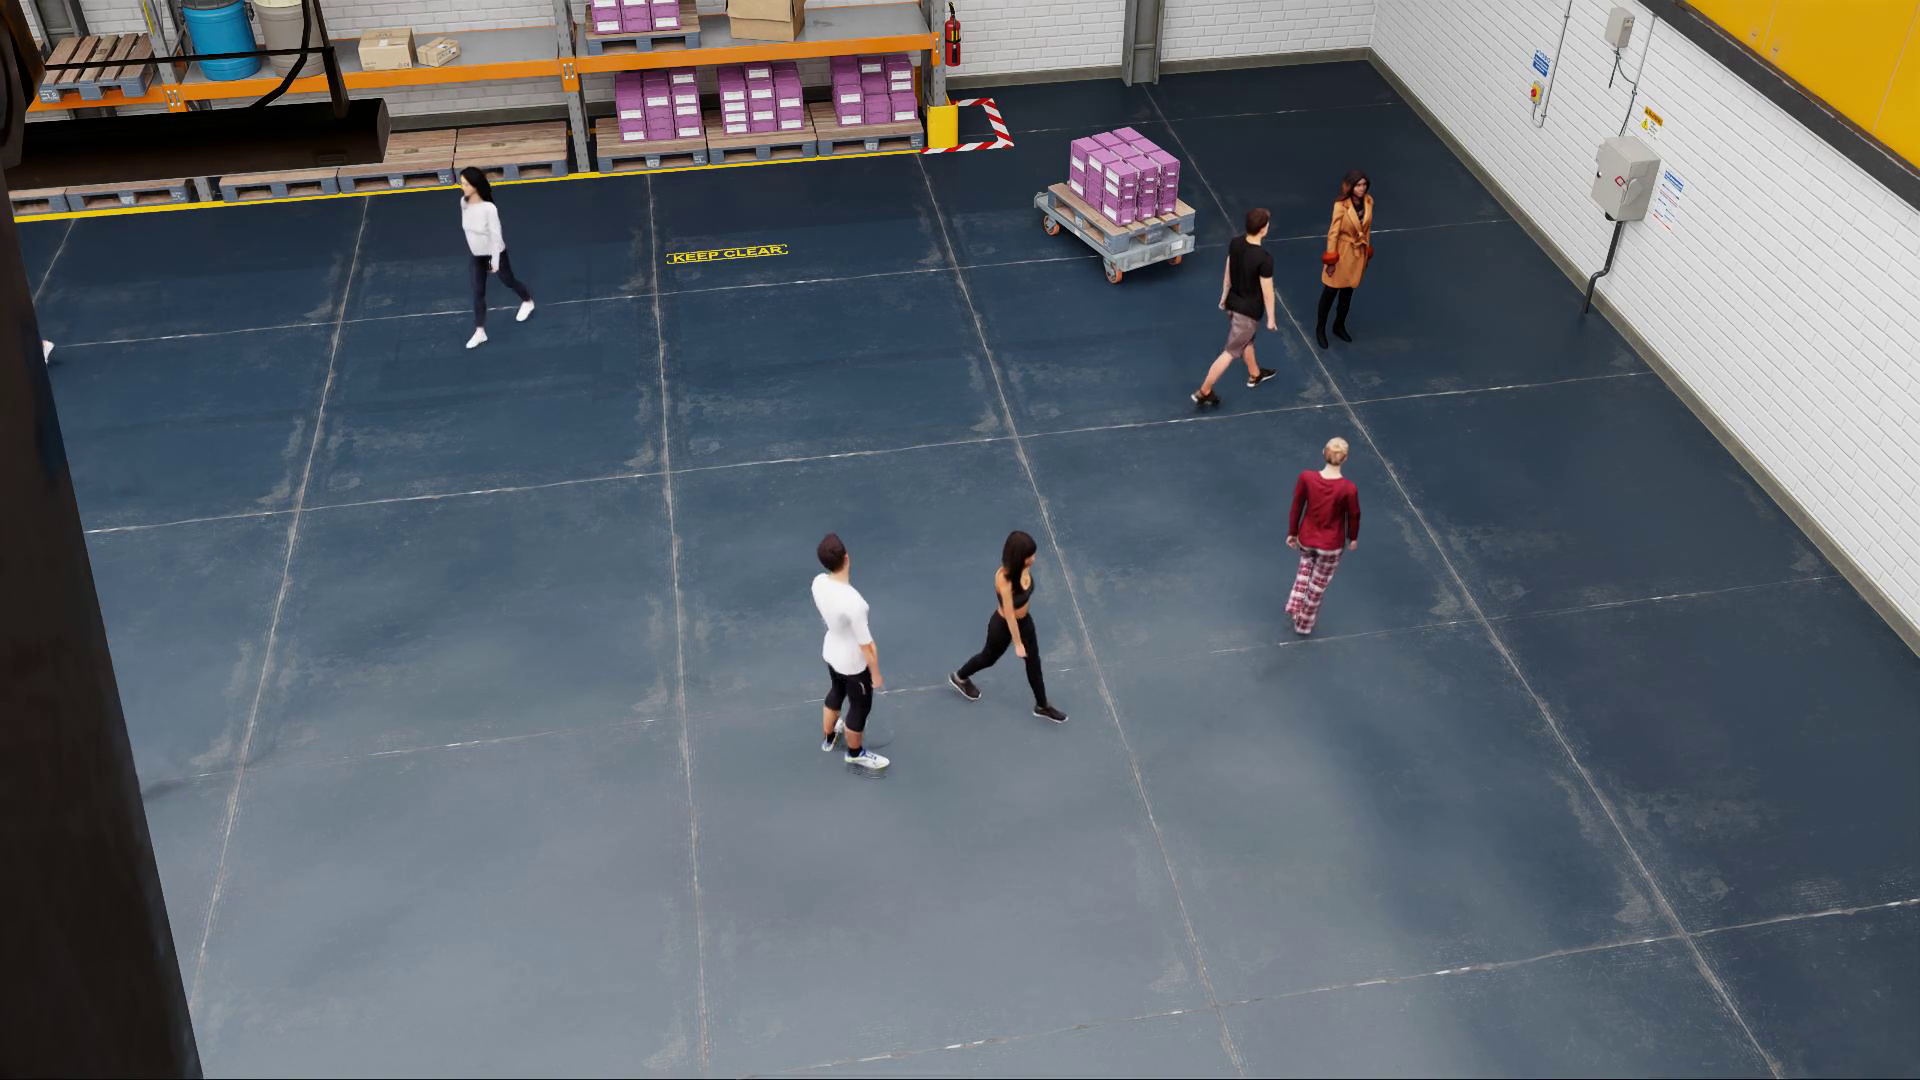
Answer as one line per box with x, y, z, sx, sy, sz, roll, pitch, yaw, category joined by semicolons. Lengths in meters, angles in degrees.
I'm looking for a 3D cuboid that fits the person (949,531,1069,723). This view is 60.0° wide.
0.251;0.576;11.307;1.116;1.601;1.011;19;42;22;person

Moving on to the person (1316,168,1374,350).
3.509;-2.569;15.151;0.617;1.720;0.792;-15;41;-18;person

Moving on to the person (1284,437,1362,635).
2.559;0.024;11.926;0.745;1.692;0.808;22;44;25;person

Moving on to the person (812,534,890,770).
-0.725;0.780;10.868;0.748;1.831;0.828;-12;40;-15;person

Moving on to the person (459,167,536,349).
-4.263;-2.661;15.316;1.112;1.656;1.094;18;42;21;person

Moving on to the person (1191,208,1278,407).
2.372;-1.968;14.310;1.302;1.830;0.975;-20;43;-23;person
